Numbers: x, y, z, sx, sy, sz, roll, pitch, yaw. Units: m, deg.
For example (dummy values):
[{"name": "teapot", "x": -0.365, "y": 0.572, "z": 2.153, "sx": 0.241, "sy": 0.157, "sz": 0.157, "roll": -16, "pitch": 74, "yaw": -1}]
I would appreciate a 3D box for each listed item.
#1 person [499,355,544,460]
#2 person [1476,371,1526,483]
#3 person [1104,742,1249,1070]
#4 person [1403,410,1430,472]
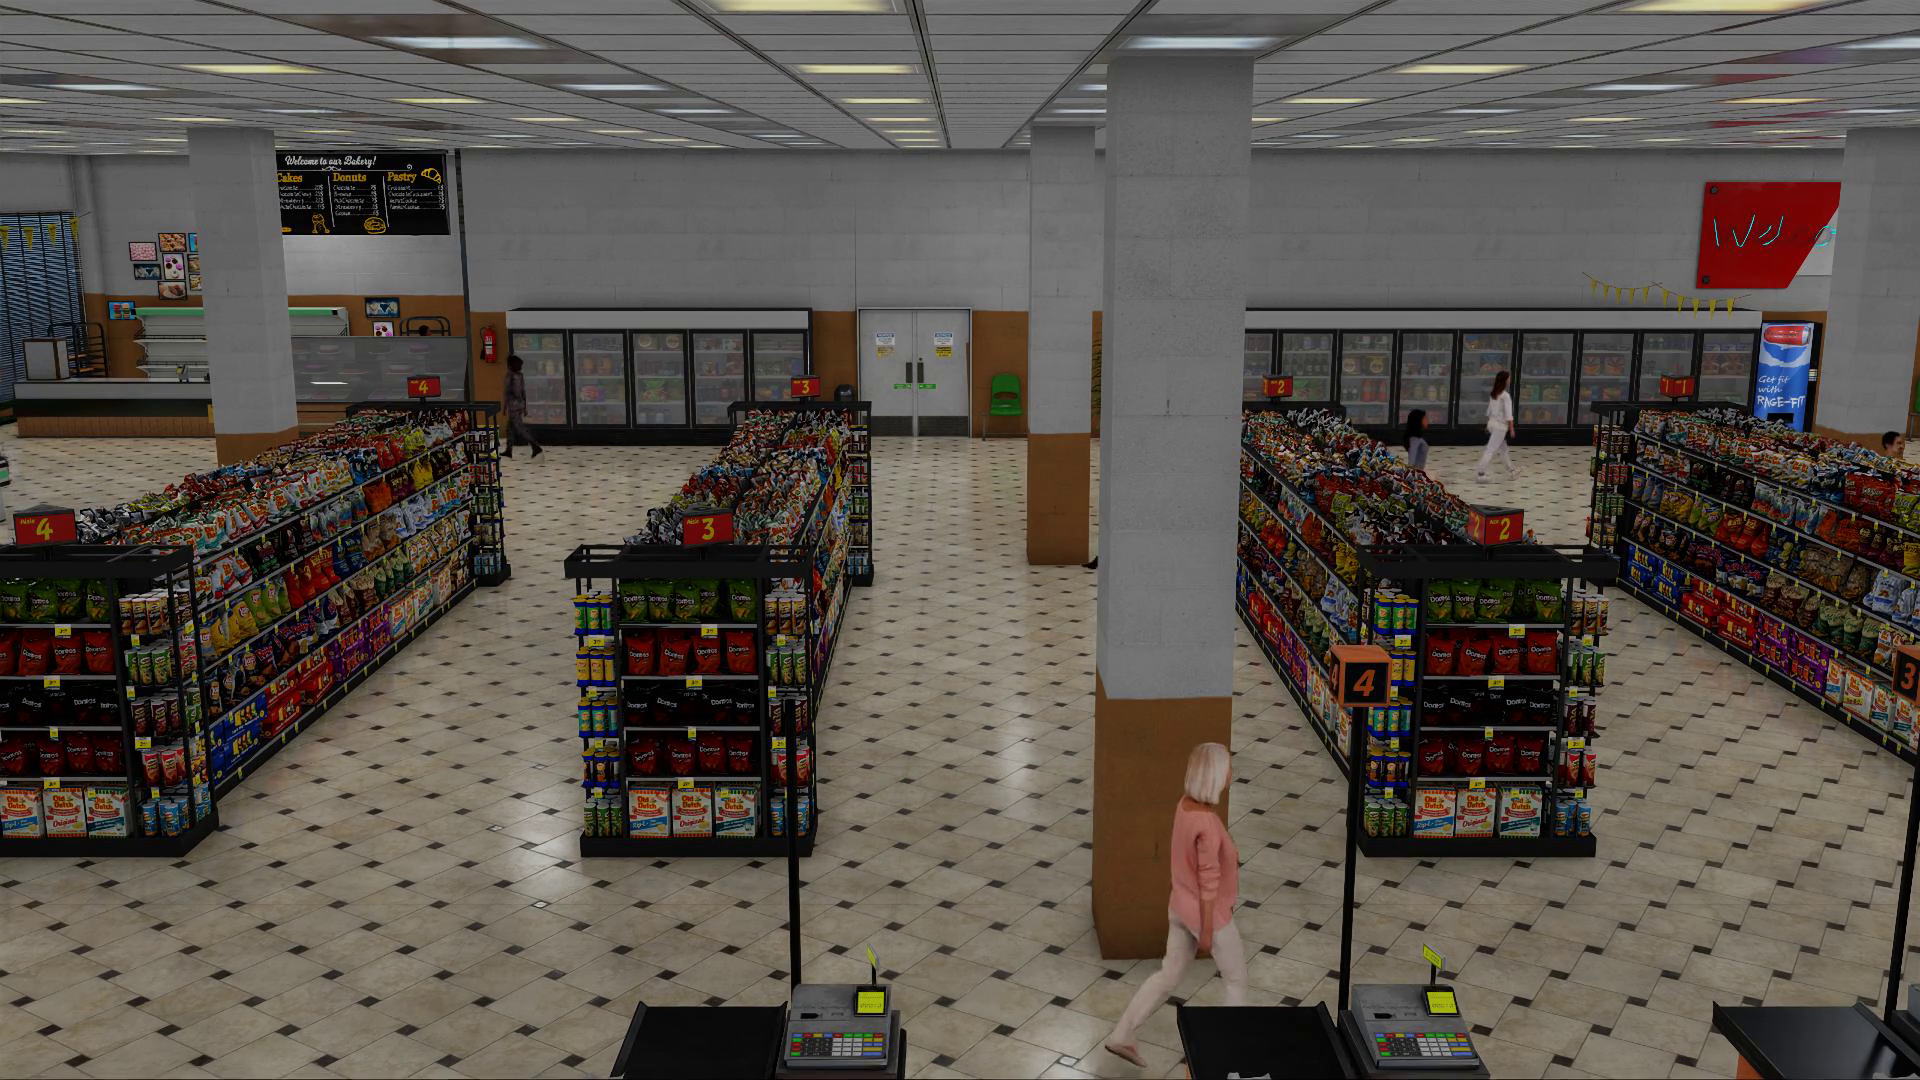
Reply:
[{"name": "person", "x": -7.085, "y": -2.096, "z": 26.775, "sx": 0.979, "sy": 1.678, "sz": 1.164, "roll": 5, "pitch": 13, "yaw": 24}, {"name": "person", "x": 7.943, "y": -1.654, "z": 24.748, "sx": 0.817, "sy": 1.649, "sz": 1.033, "roll": -2, "pitch": 12, "yaw": -11}, {"name": "person", "x": 1.086, "y": 1.826, "z": 8.125, "sx": 0.851, "sy": 1.689, "sz": 1.111, "roll": -3, "pitch": 12, "yaw": -15}, {"name": "person", "x": 5.376, "y": -0.709, "z": 20.103, "sx": 0.797, "sy": 1.714, "sz": 0.863, "roll": 2, "pitch": 12, "yaw": 11}]
